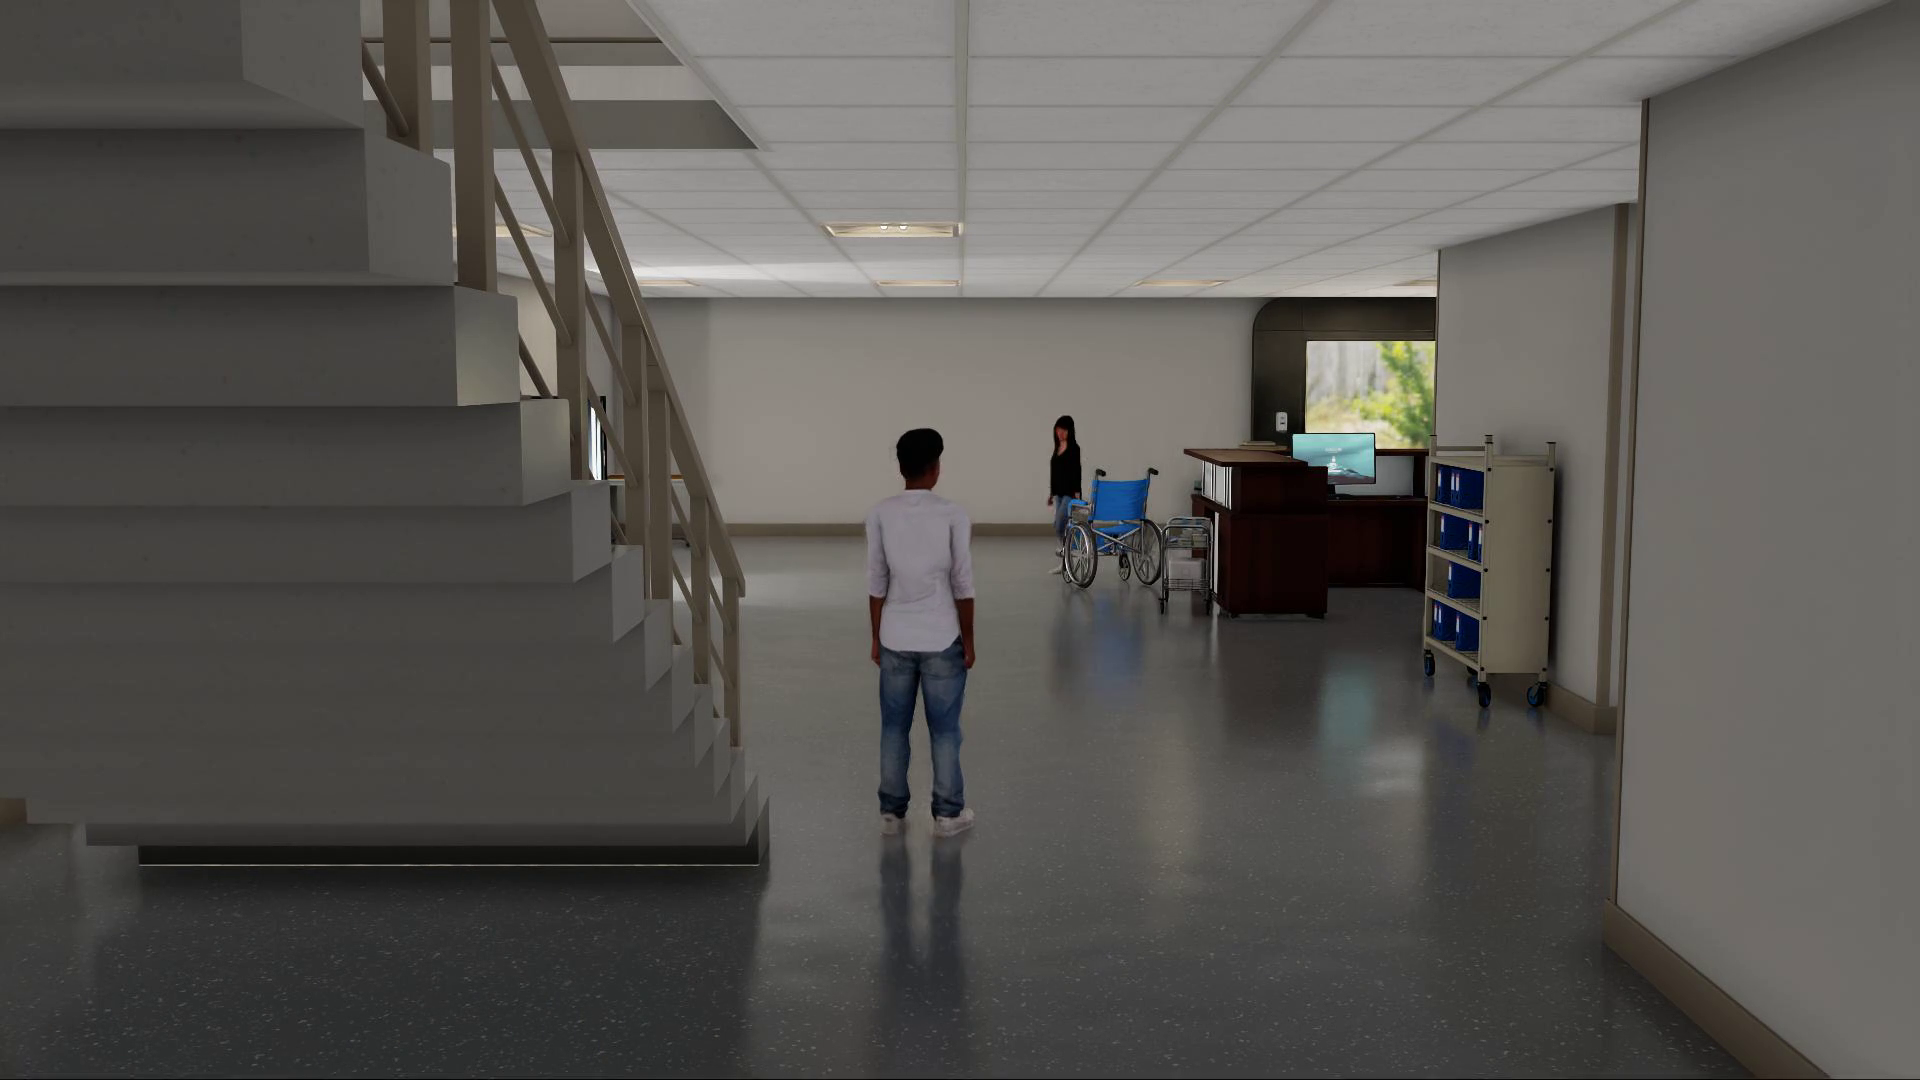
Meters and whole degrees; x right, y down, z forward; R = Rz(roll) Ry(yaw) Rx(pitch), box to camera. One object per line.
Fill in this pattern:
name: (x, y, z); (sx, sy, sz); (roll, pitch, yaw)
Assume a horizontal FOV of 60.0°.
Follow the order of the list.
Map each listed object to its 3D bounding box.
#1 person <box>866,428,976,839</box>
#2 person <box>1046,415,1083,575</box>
person: (-0.183, 0.405, 7.423); (0.692, 1.814, 0.646); (1, 6, 13)
person: (1.140, -0.448, 16.841); (0.815, 1.626, 0.711); (-3, 6, -25)
